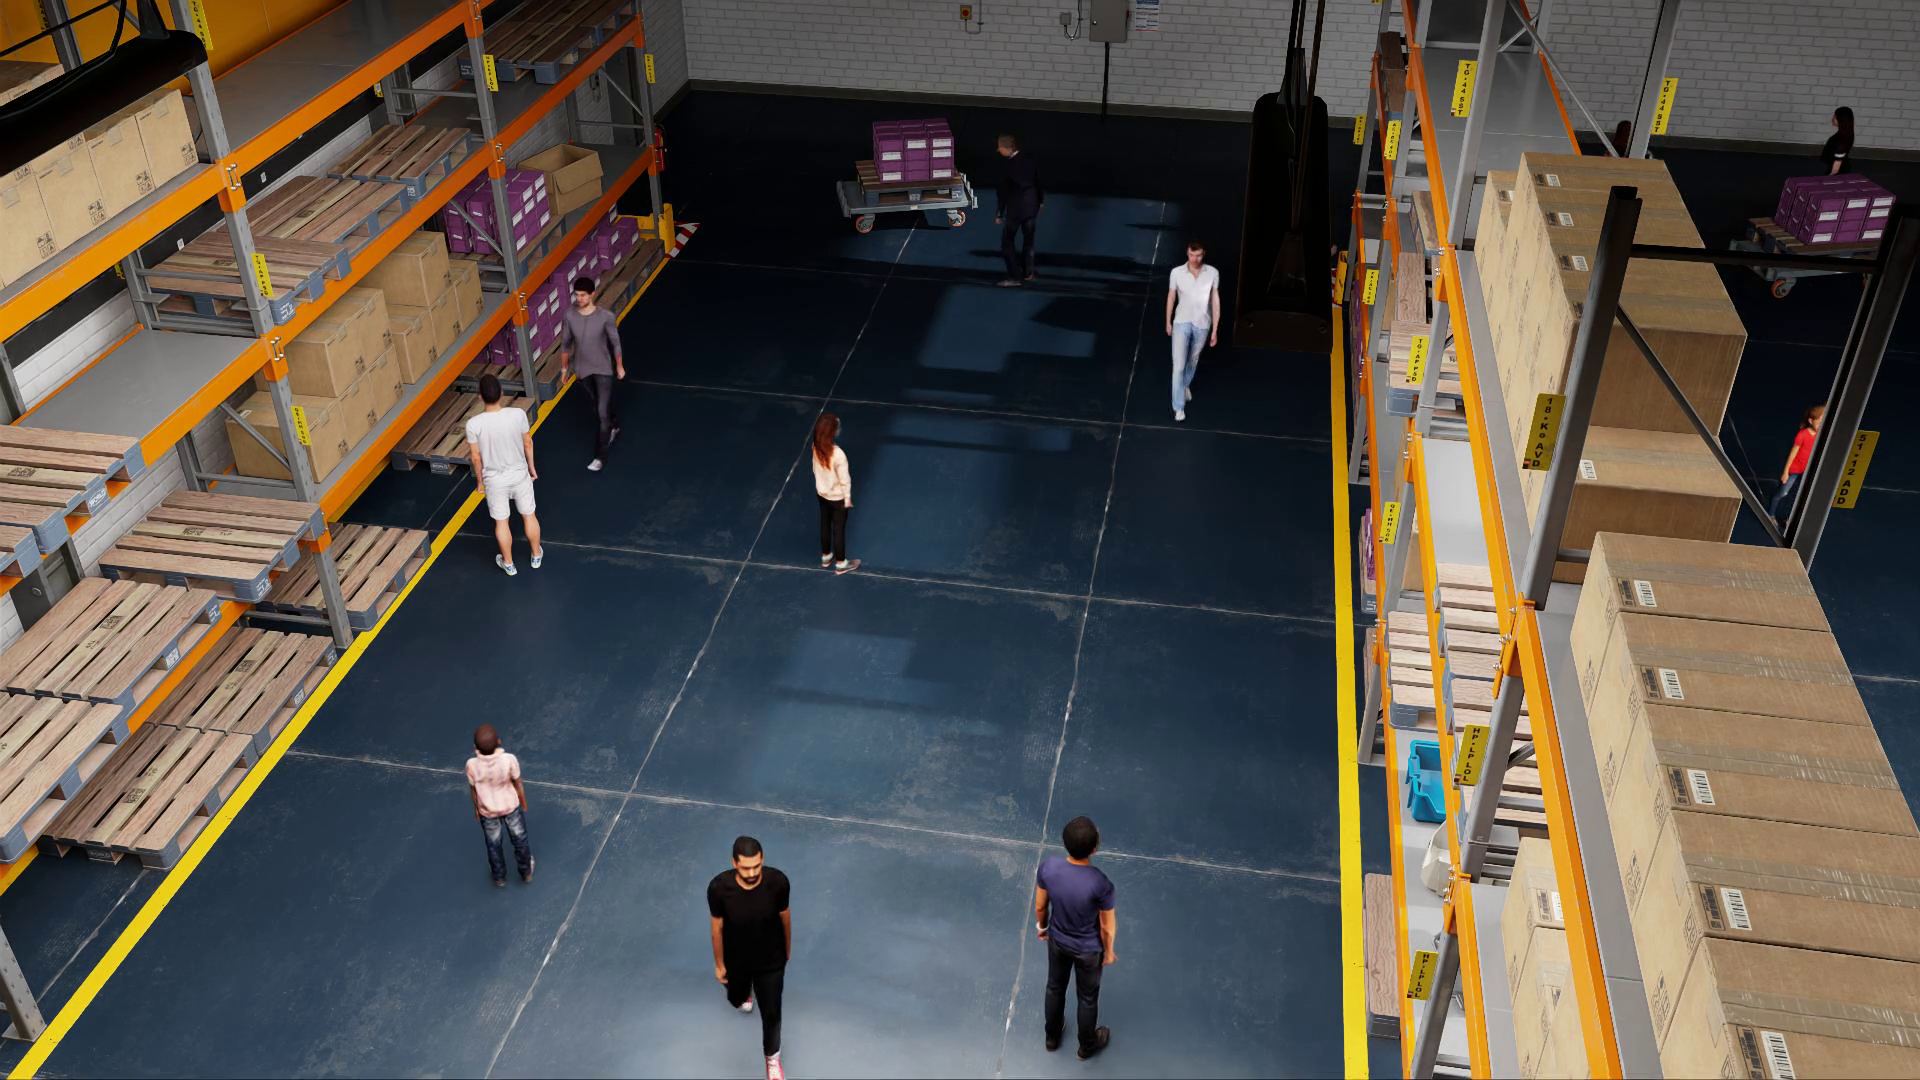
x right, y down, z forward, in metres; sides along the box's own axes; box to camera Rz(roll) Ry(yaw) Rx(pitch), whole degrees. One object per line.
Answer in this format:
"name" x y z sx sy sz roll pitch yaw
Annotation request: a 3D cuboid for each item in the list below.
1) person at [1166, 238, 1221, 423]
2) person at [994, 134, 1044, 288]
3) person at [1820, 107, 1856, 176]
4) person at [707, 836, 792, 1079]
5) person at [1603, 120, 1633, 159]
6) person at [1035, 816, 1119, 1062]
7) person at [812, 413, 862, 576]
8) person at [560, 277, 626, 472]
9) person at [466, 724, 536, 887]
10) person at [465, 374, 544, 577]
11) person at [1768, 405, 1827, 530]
"person" 2.270 -2.126 16.314 0.801 1.799 1.209 -1 34 -1
"person" 0.723 -3.761 18.796 0.866 1.774 0.906 -10 35 -15
"person" 10.408 -4.338 19.821 0.961 1.601 0.828 20 39 27
"person" -1.222 2.341 9.648 0.853 1.738 1.128 -6 34 -9
"person" 7.516 -3.985 19.185 0.634 1.718 0.625 -6 34 -9
"person" 0.662 2.318 9.633 0.701 1.793 0.635 15 37 22
"person" -1.072 -0.402 14.005 0.676 1.483 0.644 -29 43 -36
"person" -3.390 -1.625 15.561 0.720 1.798 1.163 7 34 10
"person" -3.034 1.744 10.935 0.558 1.308 0.587 -9 35 -13
"person" -3.792 -0.547 13.886 0.765 1.856 0.793 -16 37 -23
"person" 7.324 -0.646 14.549 0.579 1.288 0.637 -5 34 -7
